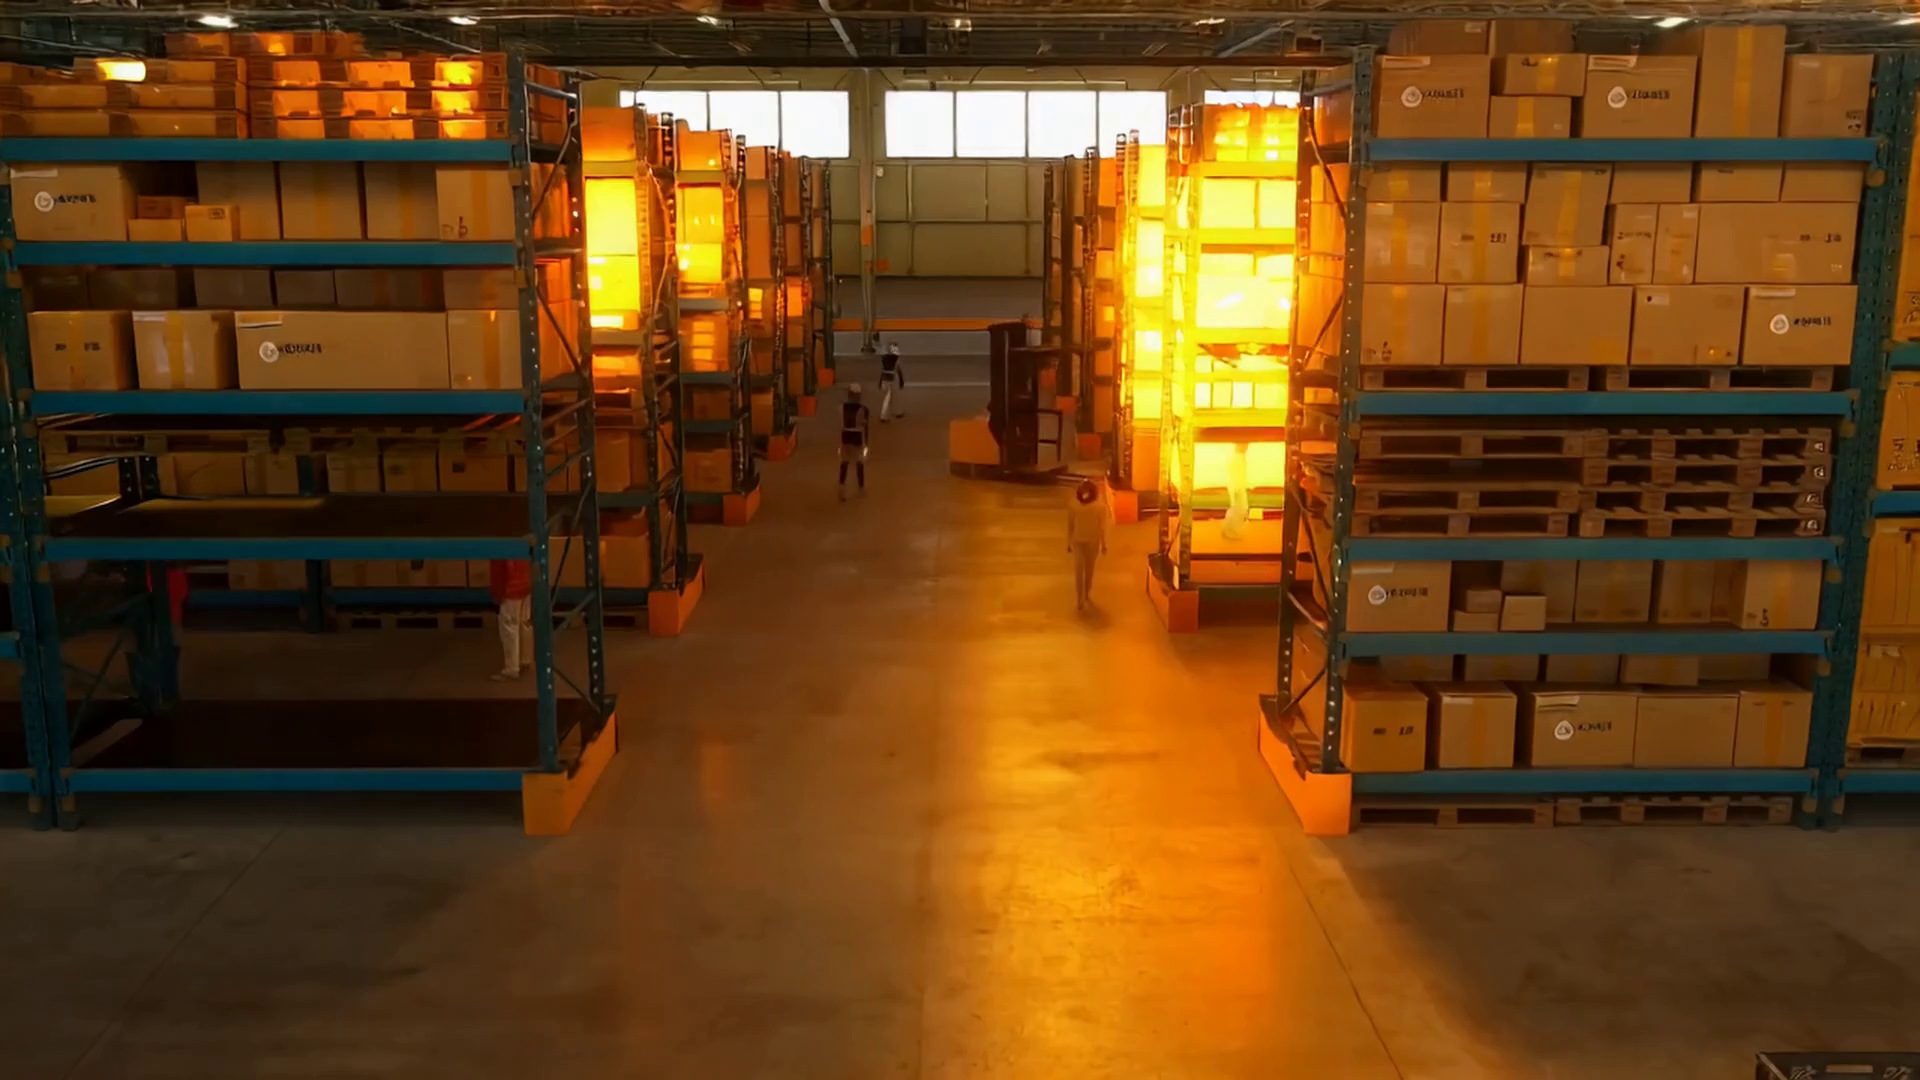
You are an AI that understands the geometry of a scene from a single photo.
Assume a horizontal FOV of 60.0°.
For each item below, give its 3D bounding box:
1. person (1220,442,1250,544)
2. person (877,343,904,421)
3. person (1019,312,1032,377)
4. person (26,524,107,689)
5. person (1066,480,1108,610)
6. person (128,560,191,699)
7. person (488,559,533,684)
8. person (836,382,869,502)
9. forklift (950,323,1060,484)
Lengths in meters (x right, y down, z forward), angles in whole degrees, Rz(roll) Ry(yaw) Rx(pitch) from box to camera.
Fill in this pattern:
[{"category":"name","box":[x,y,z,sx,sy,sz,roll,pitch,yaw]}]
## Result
[{"category":"person","box":[4.088,-0.727,24.433,0.364,1.617,0.548,2,12,12]},{"category":"person","box":[-1.631,-3.679,38.685,0.629,1.786,0.974,8,14,35]},{"category":"person","box":[1.892,-5.703,48.470,0.395,1.882,0.707,-1,12,-7]},{"category":"person","box":[-9.302,0.613,17.233,0.942,1.855,0.659,5,12,24]},{"category":"person","box":[1.580,0.032,20.756,0.517,1.590,0.857,0,11,1]},{"category":"person","box":[-8.021,0.836,16.570,0.386,1.662,0.676,10,15,41]},{"category":"person","box":[-4.708,0.581,17.402,0.429,1.846,0.625,4,12,20]},{"category":"person","box":[-1.832,-1.652,28.080,0.624,2.012,0.972,3,12,15]},{"category":"forklift","box":[0.848,-2.528,30.231,1.873,2.768,1.129,6,13,28]}]
